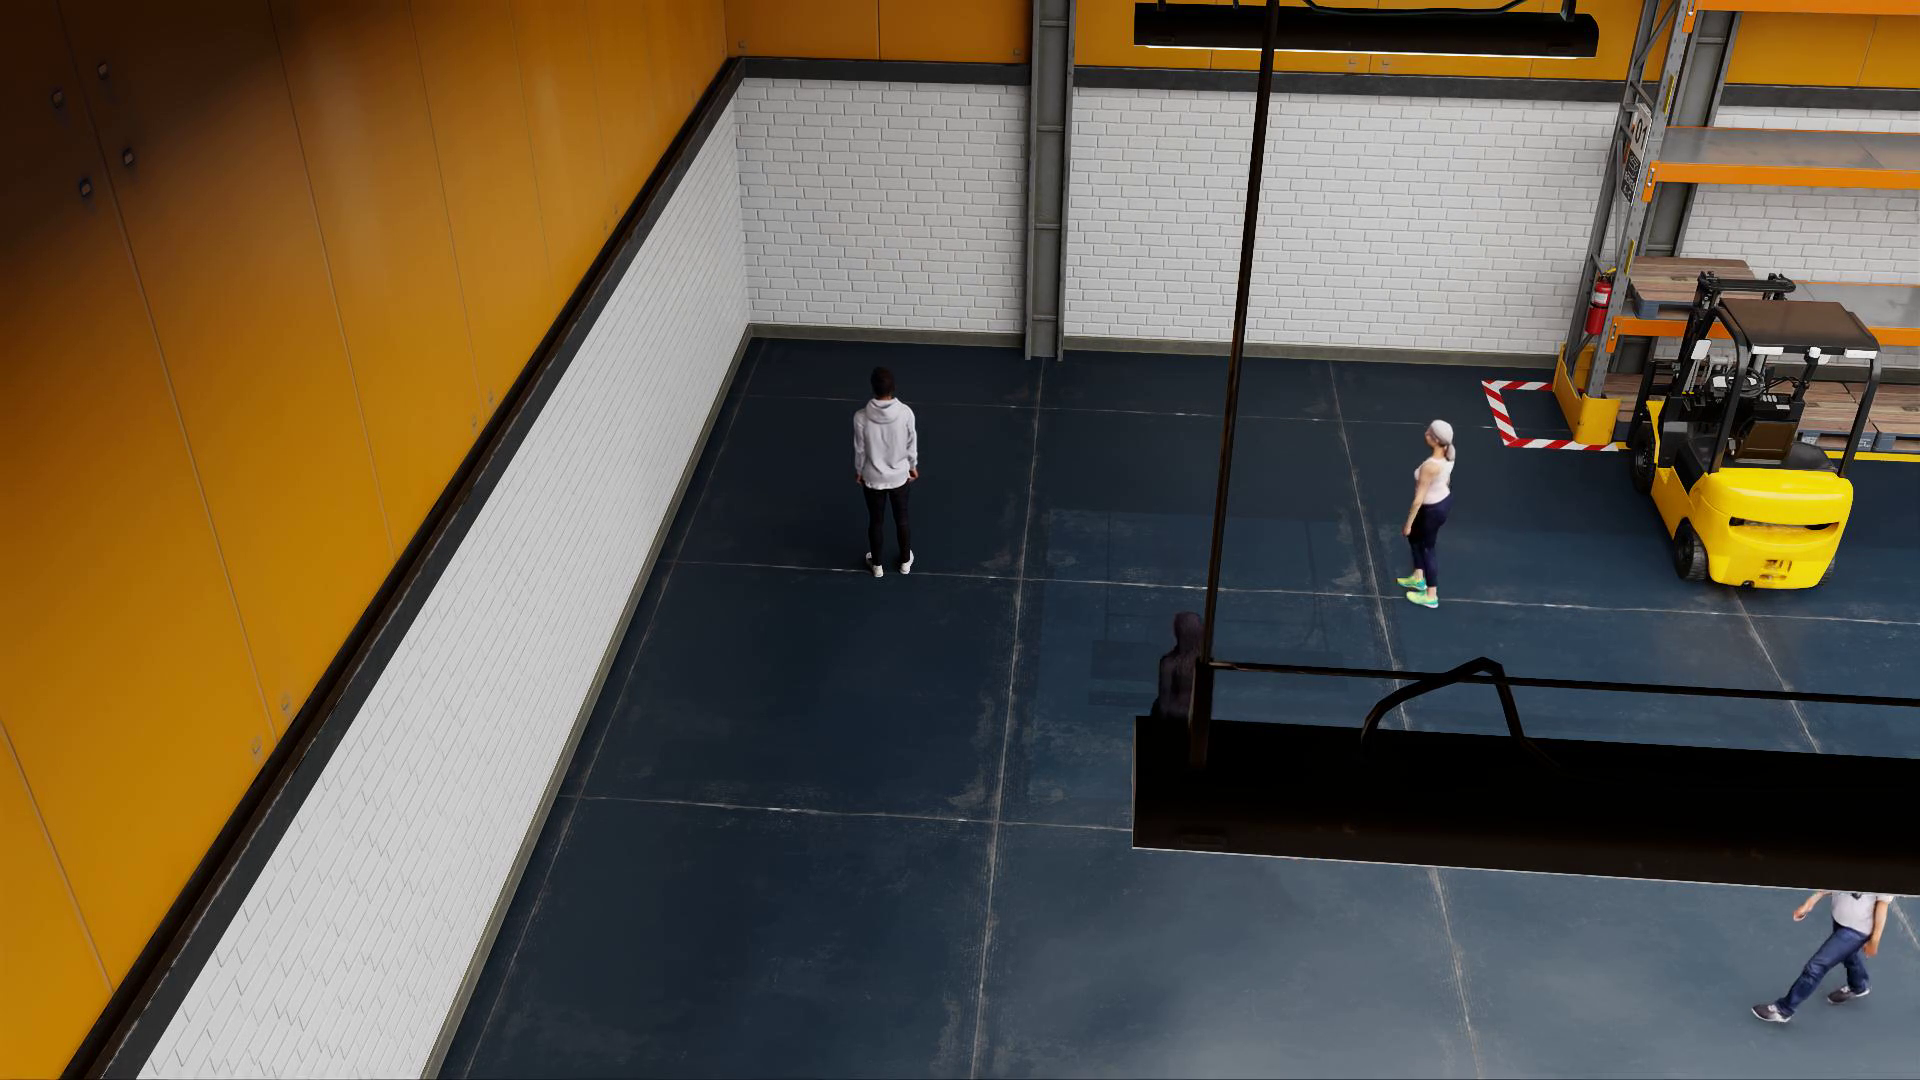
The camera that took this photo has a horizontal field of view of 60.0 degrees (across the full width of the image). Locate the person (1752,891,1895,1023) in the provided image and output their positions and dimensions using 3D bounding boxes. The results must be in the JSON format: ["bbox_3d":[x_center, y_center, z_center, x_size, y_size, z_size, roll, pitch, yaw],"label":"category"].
[{"bbox_3d":[5.357,2.261,9.891,1.086,1.526,0.691,-4,34,-6],"label":"person"}]

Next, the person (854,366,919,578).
[{"bbox_3d":[-0.607,-0.557,13.767,0.636,1.929,0.808,-6,34,-8],"label":"person"}]

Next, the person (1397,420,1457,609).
[{"bbox_3d":[3.888,-0.177,13.418,0.815,1.683,0.766,23,40,30],"label":"person"}]

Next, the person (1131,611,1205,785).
[{"bbox_3d":[1.552,1.208,11.321,1.075,1.696,1.131,-26,41,-33],"label":"person"}]
